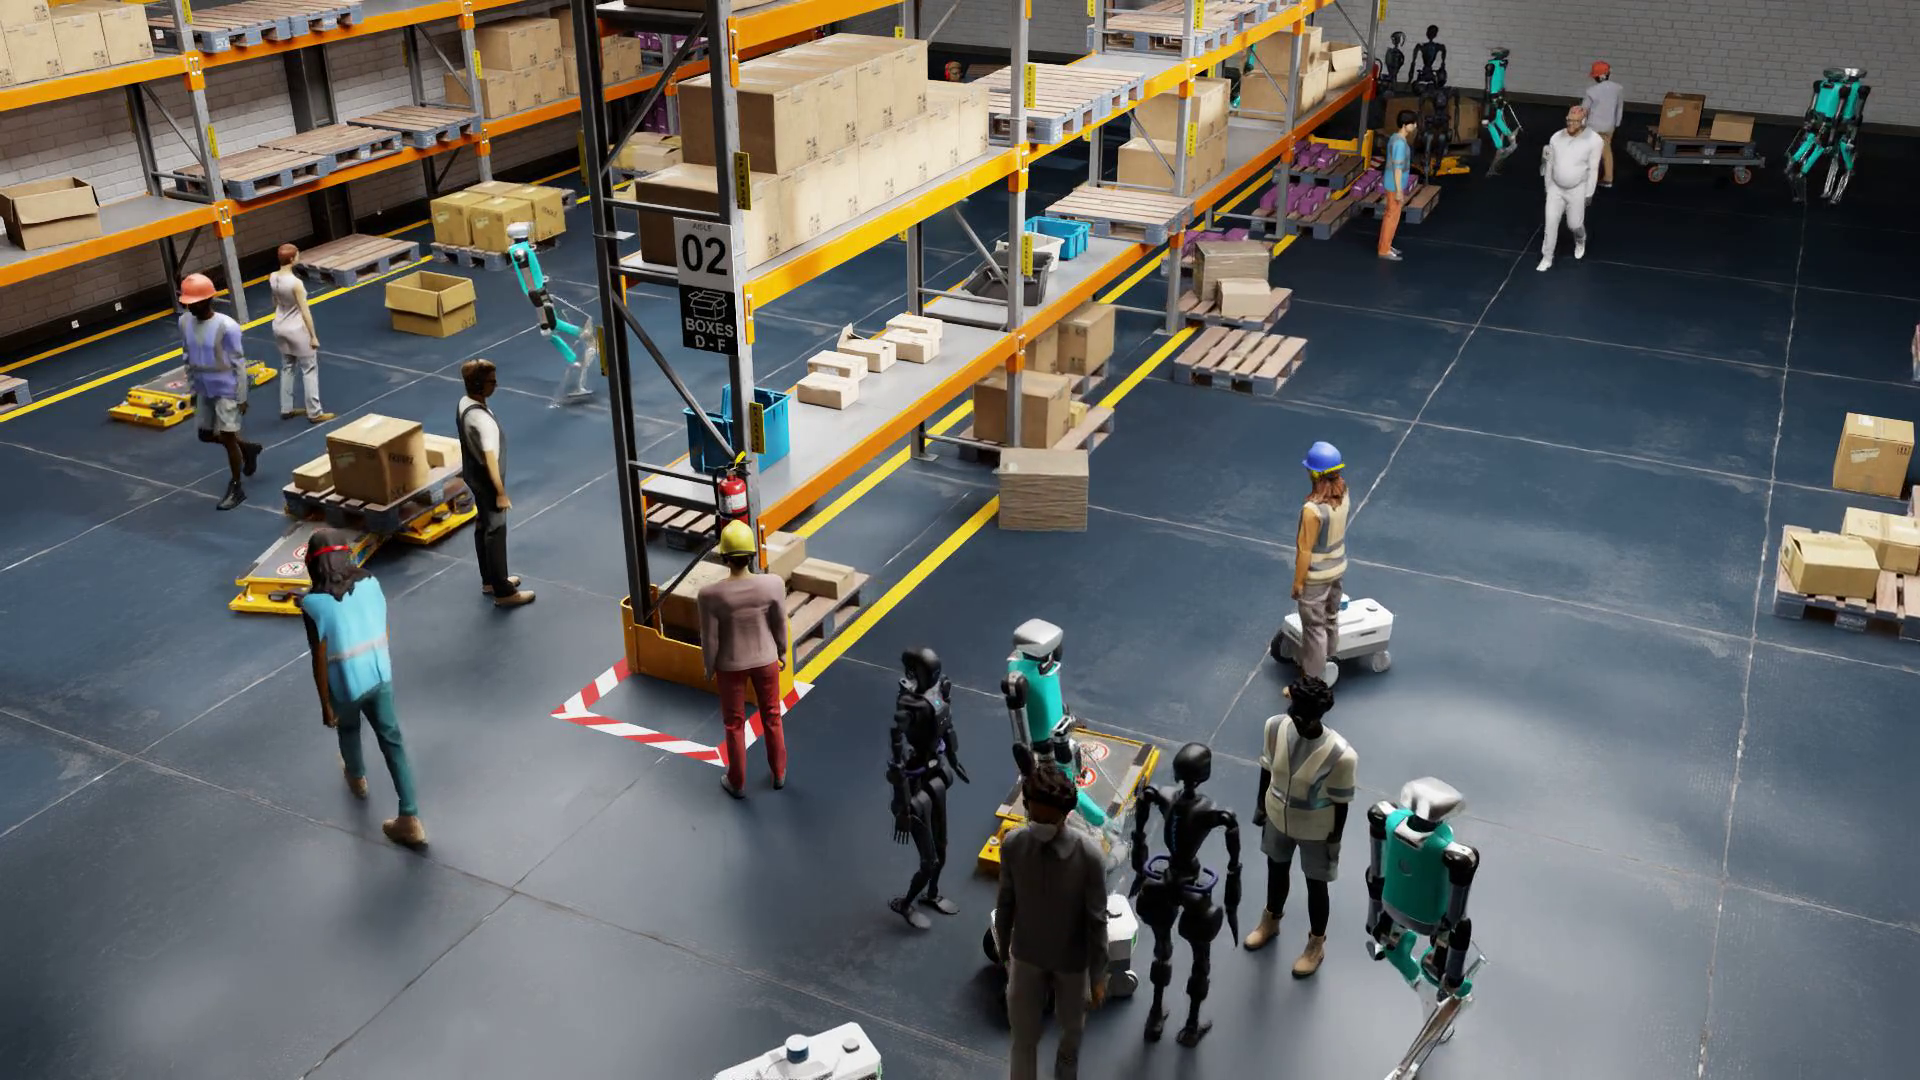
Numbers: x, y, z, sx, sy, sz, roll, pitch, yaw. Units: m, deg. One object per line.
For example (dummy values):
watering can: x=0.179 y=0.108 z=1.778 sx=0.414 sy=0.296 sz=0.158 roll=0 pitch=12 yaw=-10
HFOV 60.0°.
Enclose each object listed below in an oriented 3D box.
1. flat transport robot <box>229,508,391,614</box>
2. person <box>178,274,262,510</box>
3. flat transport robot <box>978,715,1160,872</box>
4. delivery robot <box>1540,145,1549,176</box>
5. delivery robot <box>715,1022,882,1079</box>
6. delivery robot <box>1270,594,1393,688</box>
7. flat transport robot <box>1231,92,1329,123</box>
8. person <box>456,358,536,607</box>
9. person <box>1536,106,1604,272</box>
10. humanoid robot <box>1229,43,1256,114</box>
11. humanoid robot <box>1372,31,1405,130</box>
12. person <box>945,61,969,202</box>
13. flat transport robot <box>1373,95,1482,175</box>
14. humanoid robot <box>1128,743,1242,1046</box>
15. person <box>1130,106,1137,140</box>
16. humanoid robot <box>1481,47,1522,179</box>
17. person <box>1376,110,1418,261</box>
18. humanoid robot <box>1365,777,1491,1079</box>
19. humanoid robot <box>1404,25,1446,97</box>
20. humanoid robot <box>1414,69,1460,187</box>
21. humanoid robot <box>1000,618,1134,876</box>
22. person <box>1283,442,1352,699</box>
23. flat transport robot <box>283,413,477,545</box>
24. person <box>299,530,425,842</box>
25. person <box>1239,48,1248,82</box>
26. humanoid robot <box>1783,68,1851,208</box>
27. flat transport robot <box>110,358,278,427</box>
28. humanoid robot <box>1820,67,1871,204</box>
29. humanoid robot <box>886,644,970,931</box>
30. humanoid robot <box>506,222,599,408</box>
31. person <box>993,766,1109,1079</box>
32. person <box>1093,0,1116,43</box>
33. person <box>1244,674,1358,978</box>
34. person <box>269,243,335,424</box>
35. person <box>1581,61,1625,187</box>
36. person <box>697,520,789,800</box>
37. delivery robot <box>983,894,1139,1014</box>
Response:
flat transport robot: x=-4.831 y=0.144 z=12.487 sx=0.659 sy=0.231 sz=1.431 roll=3 pitch=26 yaw=6
person: x=-5.961 y=-1.230 z=13.400 sx=0.554 sy=1.917 sz=0.671 roll=8 pitch=27 yaw=15
flat transport robot: x=0.665 y=1.515 z=9.718 sx=0.659 sy=0.231 sz=1.431 roll=10 pitch=28 yaw=19
delivery robot: x=8.349 y=-5.224 z=23.006 sx=0.499 sy=0.594 sz=0.769 roll=-2 pitch=26 yaw=-5
delivery robot: x=-0.698 y=2.481 z=7.464 sx=0.813 sy=0.612 sz=0.499 roll=-14 pitch=30 yaw=-26
delivery robot: x=2.505 y=0.659 z=11.142 sx=0.804 sy=0.610 sz=0.499 roll=-10 pitch=28 yaw=-20
flat transport robot: x=5.104 y=-6.809 z=26.531 sx=1.431 sy=0.231 sz=0.659 roll=21 pitch=33 yaw=36
person: x=-3.344 y=-0.406 z=11.828 sx=0.344 sy=1.840 sz=0.505 roll=-16 pitch=30 yaw=-28
person: x=7.027 y=-4.062 z=19.159 sx=0.648 sy=1.884 sz=0.738 roll=20 pitch=32 yaw=34
humanoid robot: x=4.178 y=-6.608 z=24.553 sx=0.738 sy=1.854 sz=0.556 roll=-12 pitch=29 yaw=-23
humanoid robot: x=6.495 y=-6.772 z=24.897 sx=0.714 sy=1.627 sz=0.591 roll=4 pitch=27 yaw=7
person: x=-0.114 y=-5.324 z=21.755 sx=0.390 sy=1.847 sz=0.562 roll=23 pitch=34 yaw=38
flat transport robot: x=6.677 y=-5.509 z=23.907 sx=0.659 sy=0.231 sz=1.431 roll=-6 pitch=27 yaw=-12
humanoid robot: x=1.046 y=1.665 z=7.826 sx=0.586 sy=1.656 sz=0.332 roll=14 pitch=30 yaw=27
person: x=2.709 y=-6.562 z=24.274 sx=0.364 sy=1.831 sz=0.515 roll=21 pitch=33 yaw=36
humanoid robot: x=7.514 y=-5.829 z=22.970 sx=0.659 sy=1.861 sz=0.540 roll=20 pitch=33 yaw=35
person: x=5.120 y=-4.159 z=19.503 sx=0.326 sy=1.756 sz=0.505 roll=4 pitch=27 yaw=9
humanoid robot: x=2.216 y=1.802 z=7.582 sx=0.845 sy=1.859 sz=0.532 roll=-19 pitch=32 yaw=-34
humanoid robot: x=7.107 y=-7.008 z=25.395 sx=0.596 sy=1.643 sz=0.632 roll=-4 pitch=27 yaw=-7
humanoid robot: x=6.455 y=-5.522 z=22.407 sx=0.611 sy=1.621 sz=0.786 roll=2 pitch=26 yaw=4
humanoid robot: x=0.607 y=1.310 z=8.568 sx=0.800 sy=1.857 sz=0.531 roll=13 pitch=29 yaw=24
person: x=2.295 y=0.209 z=10.672 sx=0.370 sy=1.767 sz=0.491 roll=24 pitch=35 yaw=39
flat transport robot: x=-4.644 y=-0.280 z=13.344 sx=1.431 sy=0.231 sz=0.659 roll=11 pitch=29 yaw=22
person: x=-3.420 y=0.816 z=9.426 sx=0.508 sy=1.800 sz=1.025 roll=-21 pitch=33 yaw=-36
person: x=4.580 y=-7.205 z=25.560 sx=0.584 sy=1.850 sz=0.755 roll=12 pitch=29 yaw=22
humanoid robot: x=11.036 y=-5.191 z=21.656 sx=0.684 sy=1.829 sz=0.530 roll=-10 pitch=28 yaw=-19
flat transport robot: x=-7.208 y=-1.435 z=15.676 sx=0.659 sy=0.231 sz=1.431 roll=10 pitch=28 yaw=19
humanoid robot: x=11.672 y=-5.319 z=21.864 sx=0.672 sy=1.791 sz=0.558 roll=-14 pitch=30 yaw=-26
humanoid robot: x=-0.166 y=1.255 z=8.657 sx=0.337 sy=1.651 sz=0.613 roll=14 pitch=30 yaw=26
humanoid robot: x=-3.642 y=-2.055 z=15.285 sx=0.863 sy=1.760 sz=0.536 roll=-6 pitch=27 yaw=-11
person: x=0.398 y=1.807 z=7.322 sx=0.545 sy=1.873 sz=0.781 roll=6 pitch=27 yaw=12
person: x=2.511 y=-8.949 z=28.981 sx=0.399 sy=1.930 sz=0.544 roll=-5 pitch=27 yaw=-10
person: x=1.704 y=1.409 z=8.330 sx=0.535 sy=1.693 sz=0.320 roll=23 pitch=34 yaw=38
person: x=-5.989 y=-1.839 z=14.932 sx=0.529 sy=1.647 sz=0.371 roll=14 pitch=29 yaw=26
person: x=8.651 y=-5.612 z=22.482 sx=0.590 sy=1.712 sz=0.351 roll=-3 pitch=26 yaw=-6
person: x=-1.246 y=0.700 z=9.676 sx=0.524 sy=1.768 sz=0.306 roll=-10 pitch=28 yaw=-19
delivery robot: x=0.516 y=2.024 z=8.351 sx=0.774 sy=0.581 sz=0.499 roll=-5 pitch=27 yaw=-9
